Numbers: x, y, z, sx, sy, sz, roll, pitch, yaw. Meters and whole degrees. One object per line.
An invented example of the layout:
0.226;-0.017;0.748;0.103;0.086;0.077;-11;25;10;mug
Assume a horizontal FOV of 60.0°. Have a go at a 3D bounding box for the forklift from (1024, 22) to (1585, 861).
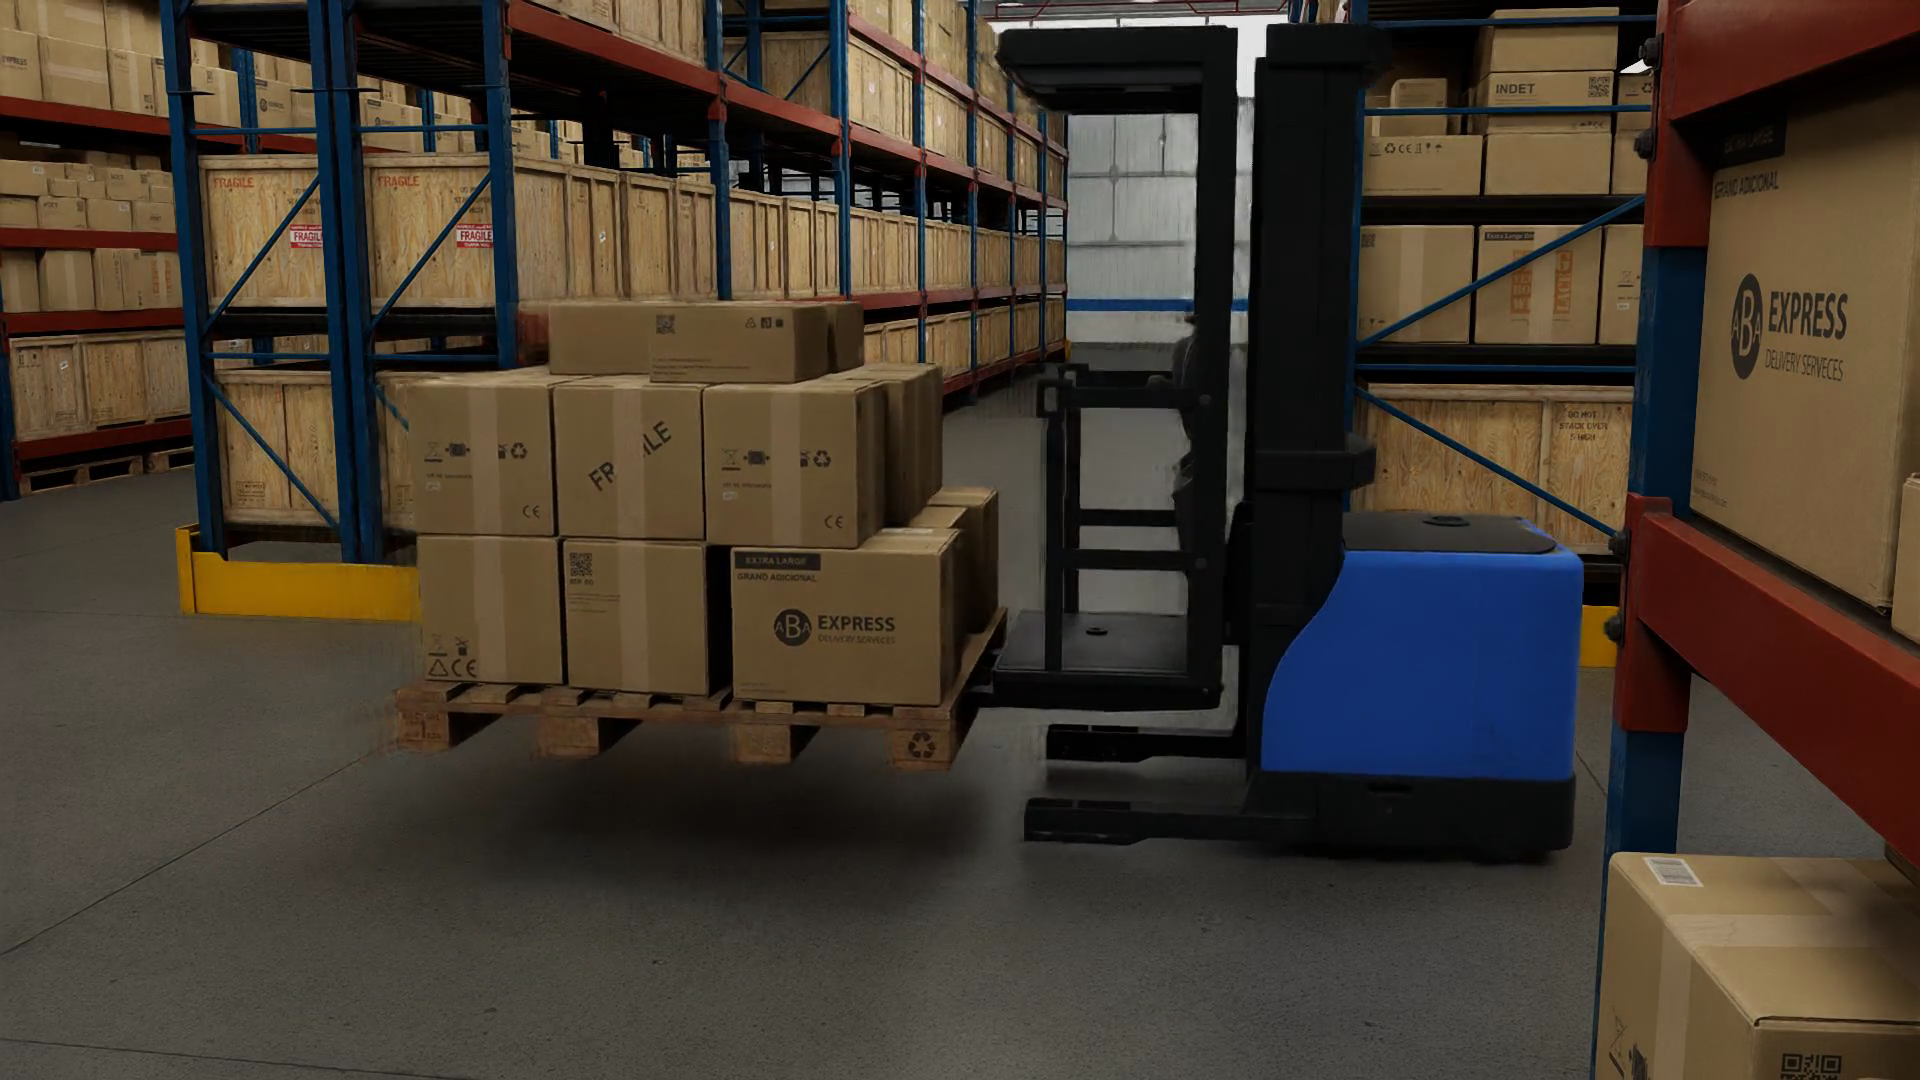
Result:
1.224;-0.375;6.015;1.873;2.768;1.129;1;9;7;forklift
